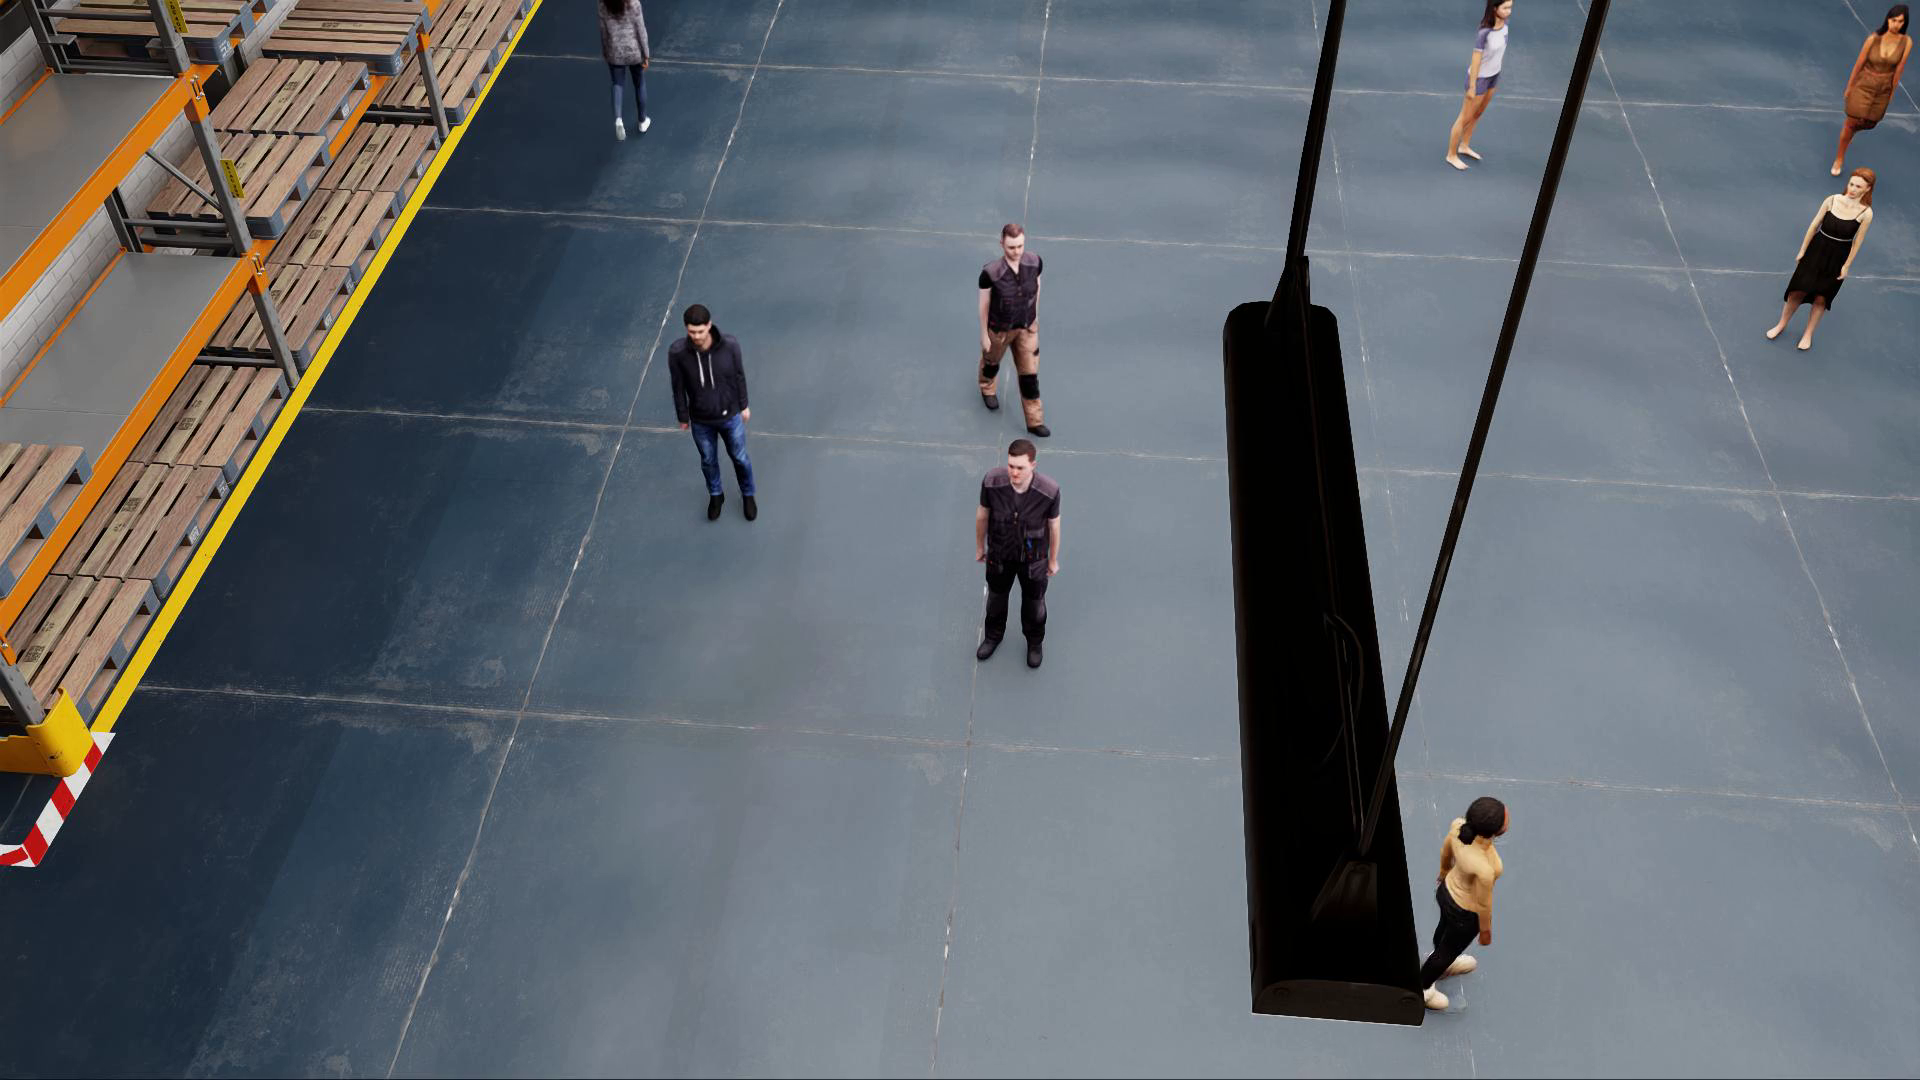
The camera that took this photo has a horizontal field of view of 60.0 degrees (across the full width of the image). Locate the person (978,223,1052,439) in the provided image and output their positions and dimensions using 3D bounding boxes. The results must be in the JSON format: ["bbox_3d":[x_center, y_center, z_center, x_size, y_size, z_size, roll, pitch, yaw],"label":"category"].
[{"bbox_3d":[0.342,-1.716,12.837,0.973,1.796,1.207,-14,45,-14],"label":"person"}]

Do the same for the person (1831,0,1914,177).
[{"bbox_3d":[8.516,-4.233,15.569,0.672,1.673,0.837,12,45,13],"label":"person"}]

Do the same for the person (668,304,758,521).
[{"bbox_3d":[-1.769,-0.945,11.964,0.729,1.884,0.672,-5,44,-5],"label":"person"}]

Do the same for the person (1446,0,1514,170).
[{"bbox_3d":[4.914,-4.351,15.649,0.631,1.733,0.709,-34,53,-30],"label":"person"}]

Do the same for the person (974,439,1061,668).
[{"bbox_3d":[0.379,0.074,10.923,0.745,1.846,0.630,9,44,9],"label":"person"}]

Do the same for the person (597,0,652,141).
[{"bbox_3d":[-3.239,-4.629,15.956,0.631,1.712,0.909,2,44,2],"label":"person"}]

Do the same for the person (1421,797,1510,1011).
[{"bbox_3d":[2.710,1.969,9.066,0.758,1.662,0.735,-3,44,-3],"label":"person"}]

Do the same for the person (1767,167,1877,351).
[{"bbox_3d":[7.090,-2.314,13.589,0.672,1.625,0.715,28,50,26],"label":"person"}]
